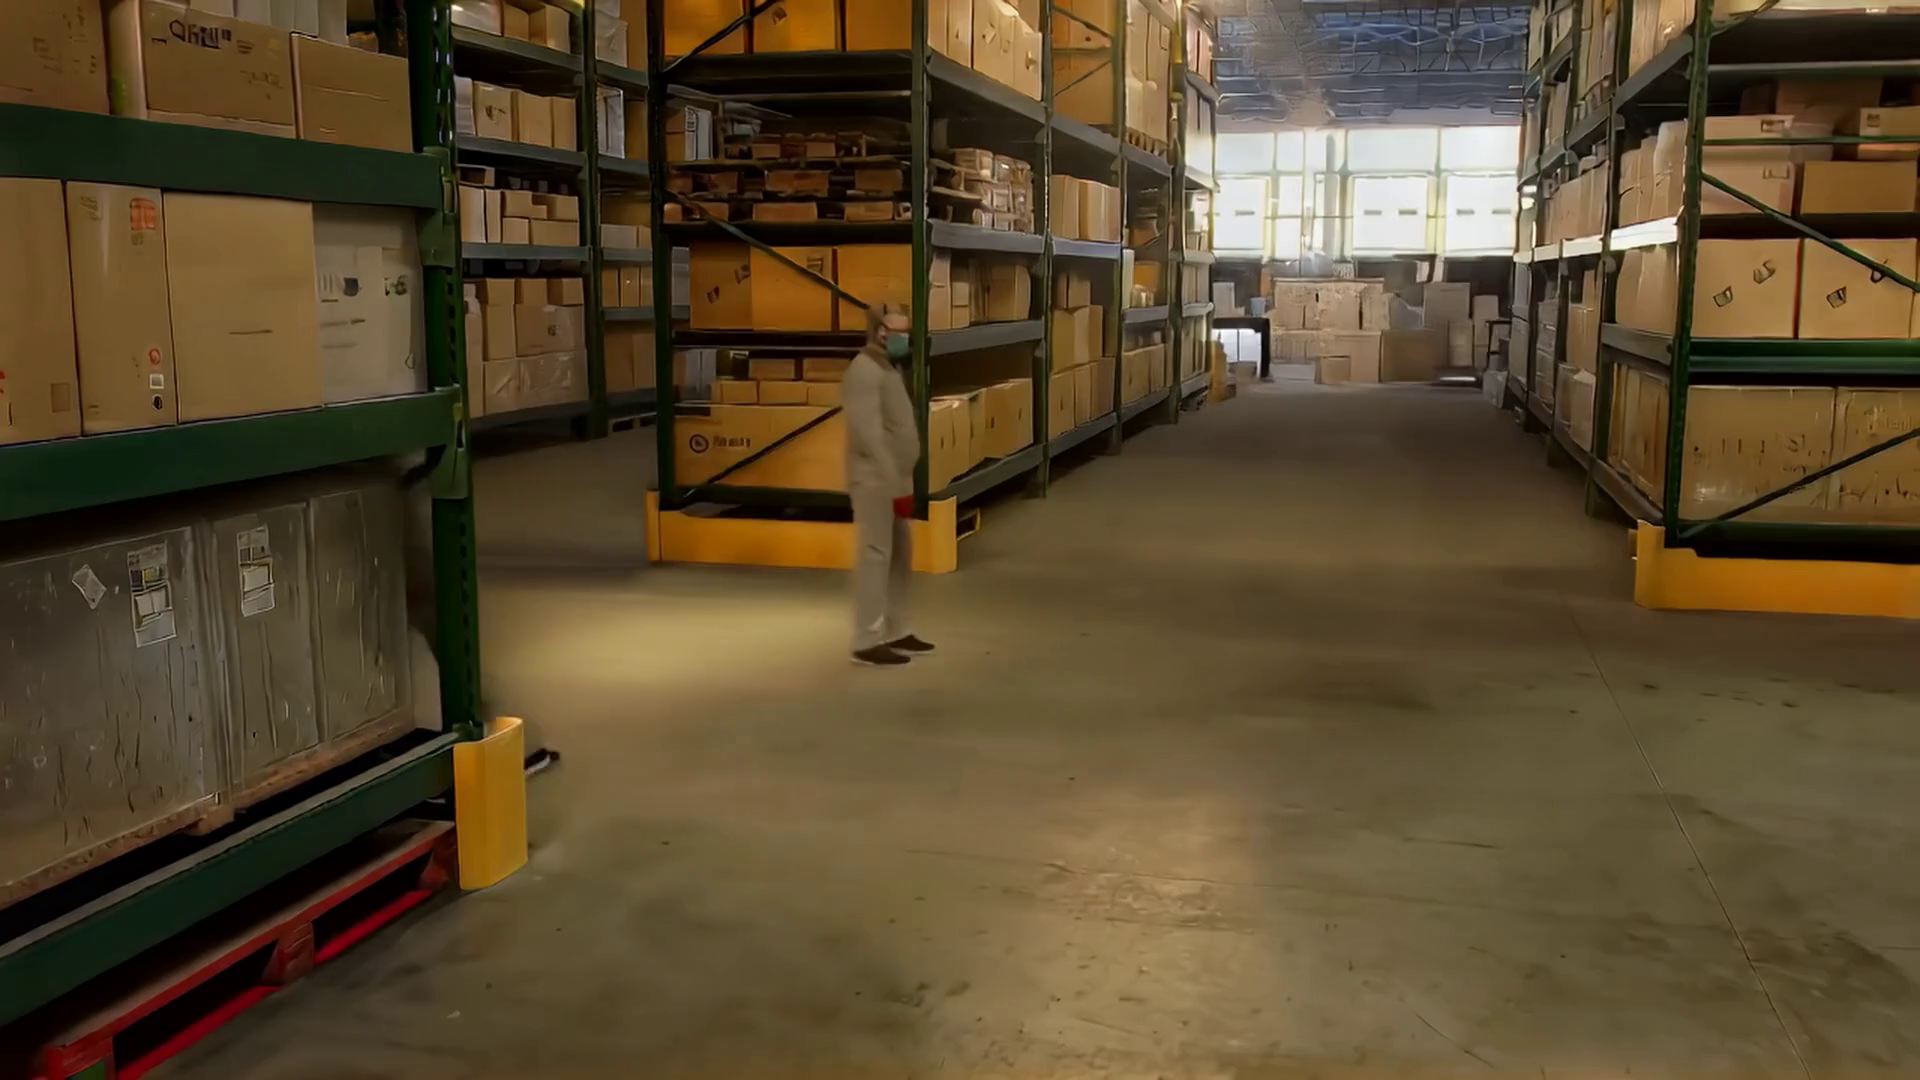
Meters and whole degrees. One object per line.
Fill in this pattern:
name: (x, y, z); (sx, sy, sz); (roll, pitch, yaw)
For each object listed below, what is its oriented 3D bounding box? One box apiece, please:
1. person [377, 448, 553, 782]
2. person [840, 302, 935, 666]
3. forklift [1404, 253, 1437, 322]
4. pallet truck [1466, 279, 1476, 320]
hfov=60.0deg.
person: (-2.082, 0.092, 6.419); (0.973, 1.864, 0.641); (2, 9, 14)
person: (-0.397, -0.291, 8.718); (0.424, 1.903, 0.669); (1, 9, 8)
forklift: (14.951, -7.917, 54.071); (1.129, 2.768, 1.873); (-2, 9, -11)
pallet truck: (18.896, -8.459, 60.307); (1.885, 1.965, 0.823); (5, 10, 31)
